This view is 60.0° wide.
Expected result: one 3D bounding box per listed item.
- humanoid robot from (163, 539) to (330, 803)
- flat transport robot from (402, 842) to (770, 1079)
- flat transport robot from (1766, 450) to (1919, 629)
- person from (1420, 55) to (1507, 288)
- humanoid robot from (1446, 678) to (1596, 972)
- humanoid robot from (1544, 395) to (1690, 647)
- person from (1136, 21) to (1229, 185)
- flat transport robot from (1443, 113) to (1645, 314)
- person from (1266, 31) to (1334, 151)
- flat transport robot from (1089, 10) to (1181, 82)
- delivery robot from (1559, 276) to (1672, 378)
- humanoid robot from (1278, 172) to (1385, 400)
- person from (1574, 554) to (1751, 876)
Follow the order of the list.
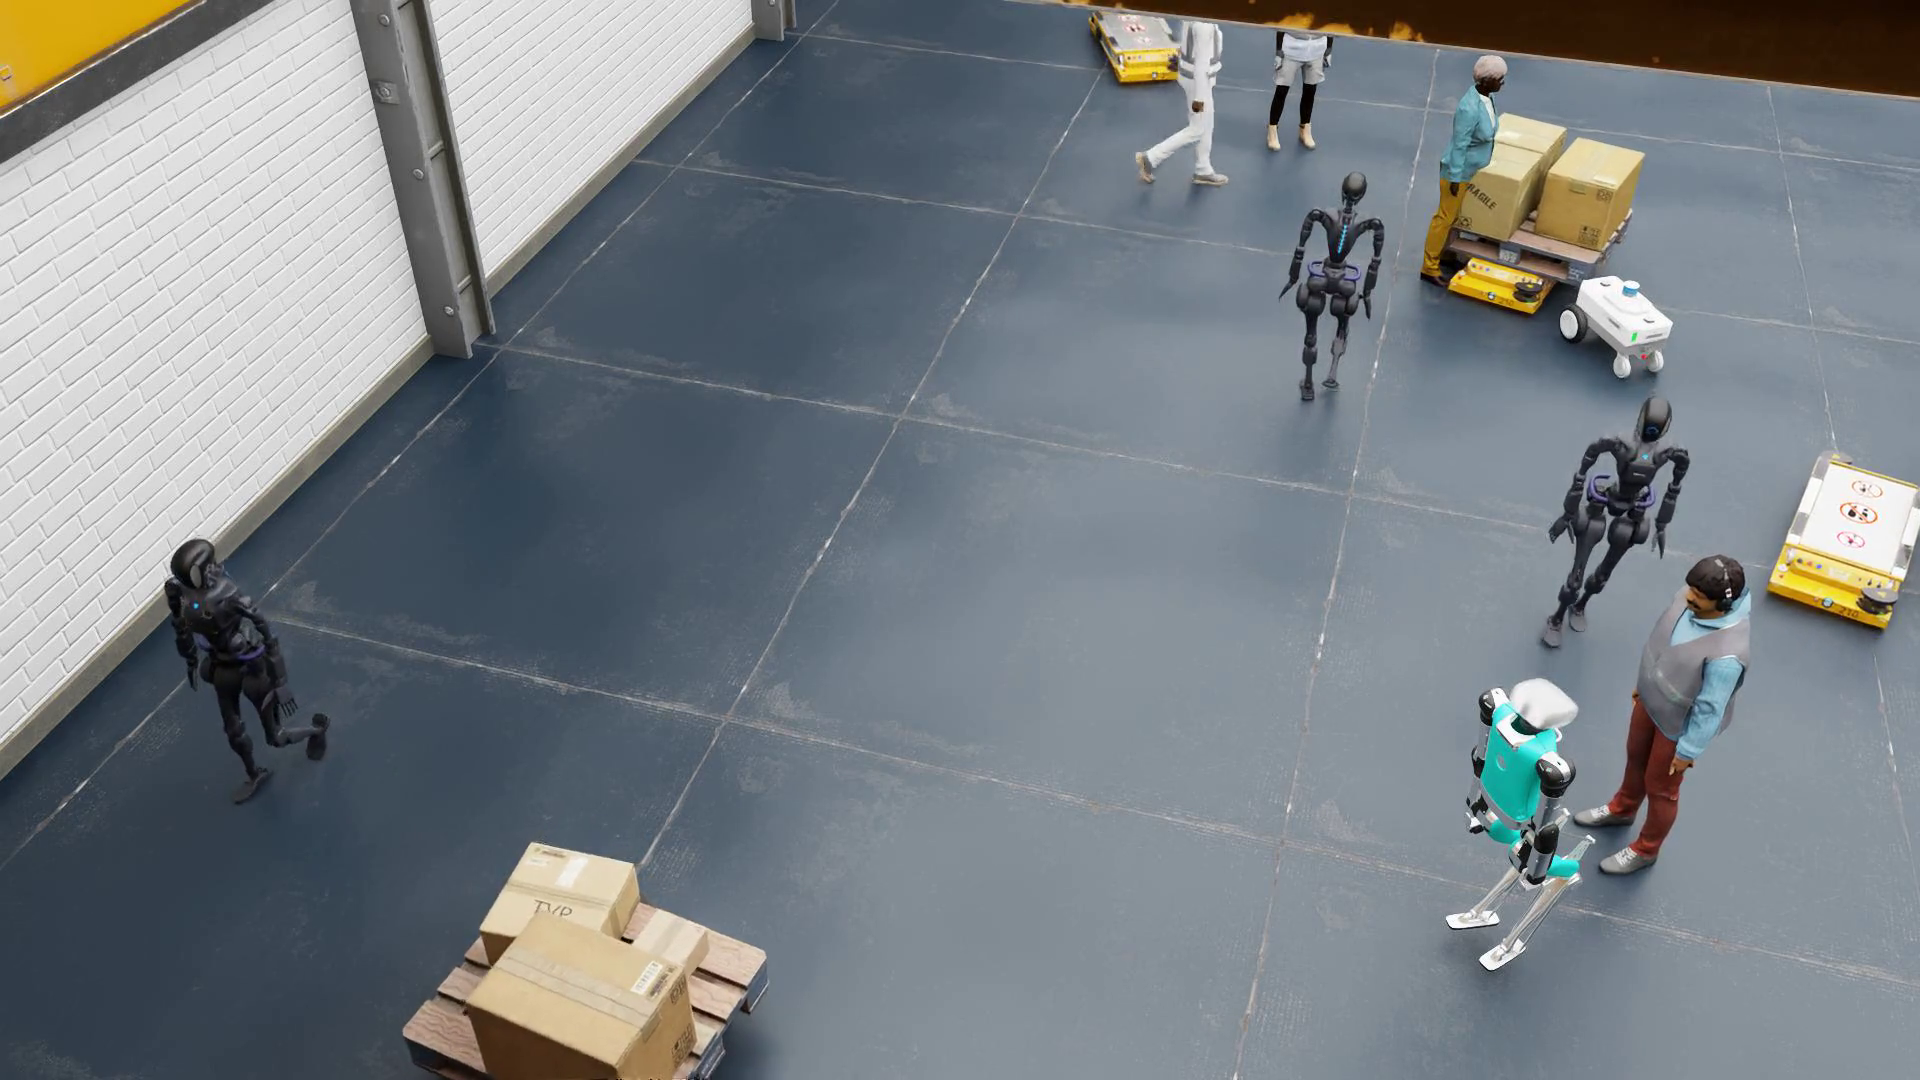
[{"bbox_3d":[-3.513,0.570,8.172,0.611,1.639,0.523,10,40,12],"label":"humanoid robot"},{"bbox_3d":[-1.595,2.192,7.278,0.659,0.231,1.431,16,41,19],"label":"flat transport robot"},{"bbox_3d":[5.386,-0.032,10.044,0.659,0.231,1.431,22,44,25],"label":"flat transport robot"},{"bbox_3d":[3.704,-2.702,12.189,0.343,1.750,0.527,24,45,27],"label":"person"},{"bbox_3d":[2.539,1.204,7.226,0.735,1.681,0.533,-13,41,-16],"label":"humanoid robot"},{"bbox_3d":[3.550,-0.109,9.027,0.611,1.641,0.536,6,39,8],"label":"humanoid robot"},{"bbox_3d":[1.850,-3.677,13.311,0.725,1.865,0.580,0,39,0],"label":"person"},{"bbox_3d":[4.321,-2.193,12.732,0.659,0.231,1.431,23,44,26],"label":"flat transport robot"},{"bbox_3d":[2.874,-4.087,13.954,0.532,1.691,0.322,-4,39,-6],"label":"person"},{"bbox_3d":[1.698,-4.767,15.933,0.659,0.231,1.431,-5,39,-7],"label":"flat transport robot"},{"bbox_3d":[4.641,-1.550,11.702,0.499,0.592,0.774,-11,40,-13],"label":"delivery robot"},{"bbox_3d":[2.424,-1.671,10.963,0.614,1.650,0.343,6,39,8],"label":"humanoid robot"},{"bbox_3d":[3.329,0.809,7.723,0.413,1.871,0.540,-3,39,-4],"label":"person"}]
